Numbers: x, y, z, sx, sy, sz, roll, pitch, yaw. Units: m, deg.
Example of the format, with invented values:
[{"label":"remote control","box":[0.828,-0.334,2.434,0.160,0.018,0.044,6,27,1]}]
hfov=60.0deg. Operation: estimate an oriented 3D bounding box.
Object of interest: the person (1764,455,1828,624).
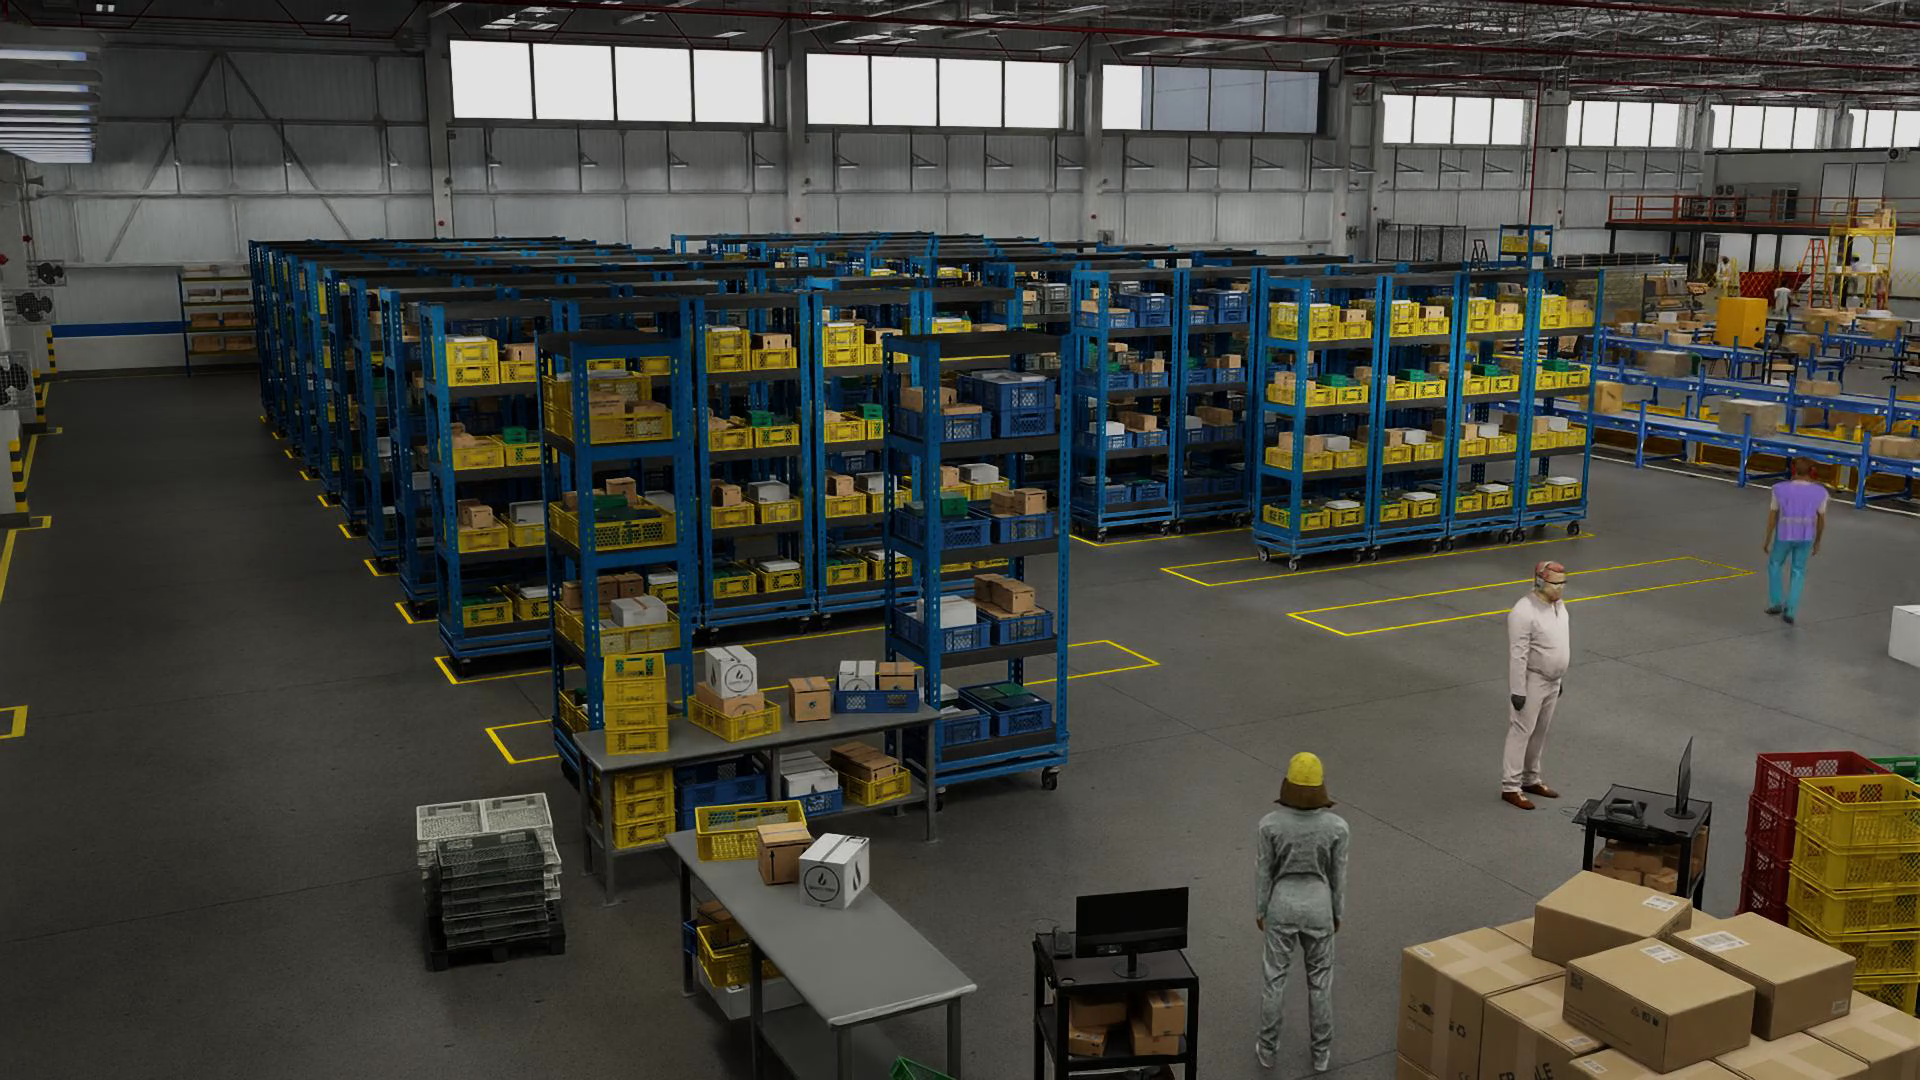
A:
[{"label":"person","box":[9.061,-0.025,18.108,0.592,1.818,0.661,3,12,13]}]

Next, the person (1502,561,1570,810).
[{"label":"person","box":[4.431,1.091,12.707,0.650,1.904,0.401,-11,16,-41]}]

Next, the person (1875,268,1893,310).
[{"label":"person","box":[33.136,-8.877,59.686,0.530,1.754,0.417,8,15,34]}]

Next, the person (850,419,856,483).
[{"label":"person","box":[-1.475,-0.950,22.547,0.811,1.792,0.610,-11,16,-42]}]

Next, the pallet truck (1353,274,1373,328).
[{"label":"pallet truck","box":[13.011,-8.050,55.243,0.823,1.965,1.885,-7,14,-28]}]

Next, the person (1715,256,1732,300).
[{"label":"person","box":[31.176,-10.669,67.896,0.629,1.841,0.983,2,12,10]}]

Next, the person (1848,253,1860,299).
[{"label":"person","box":[37.239,-11.032,69.427,0.591,1.908,0.707,-7,14,-31]}]

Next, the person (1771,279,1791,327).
[{"label":"person","box":[25.505,-7.197,51.679,0.548,1.813,0.967,3,13,15]}]

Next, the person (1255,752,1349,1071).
[{"label":"person","box":[1.824,1.983,8.939,0.485,1.733,0.355,1,12,7]}]
